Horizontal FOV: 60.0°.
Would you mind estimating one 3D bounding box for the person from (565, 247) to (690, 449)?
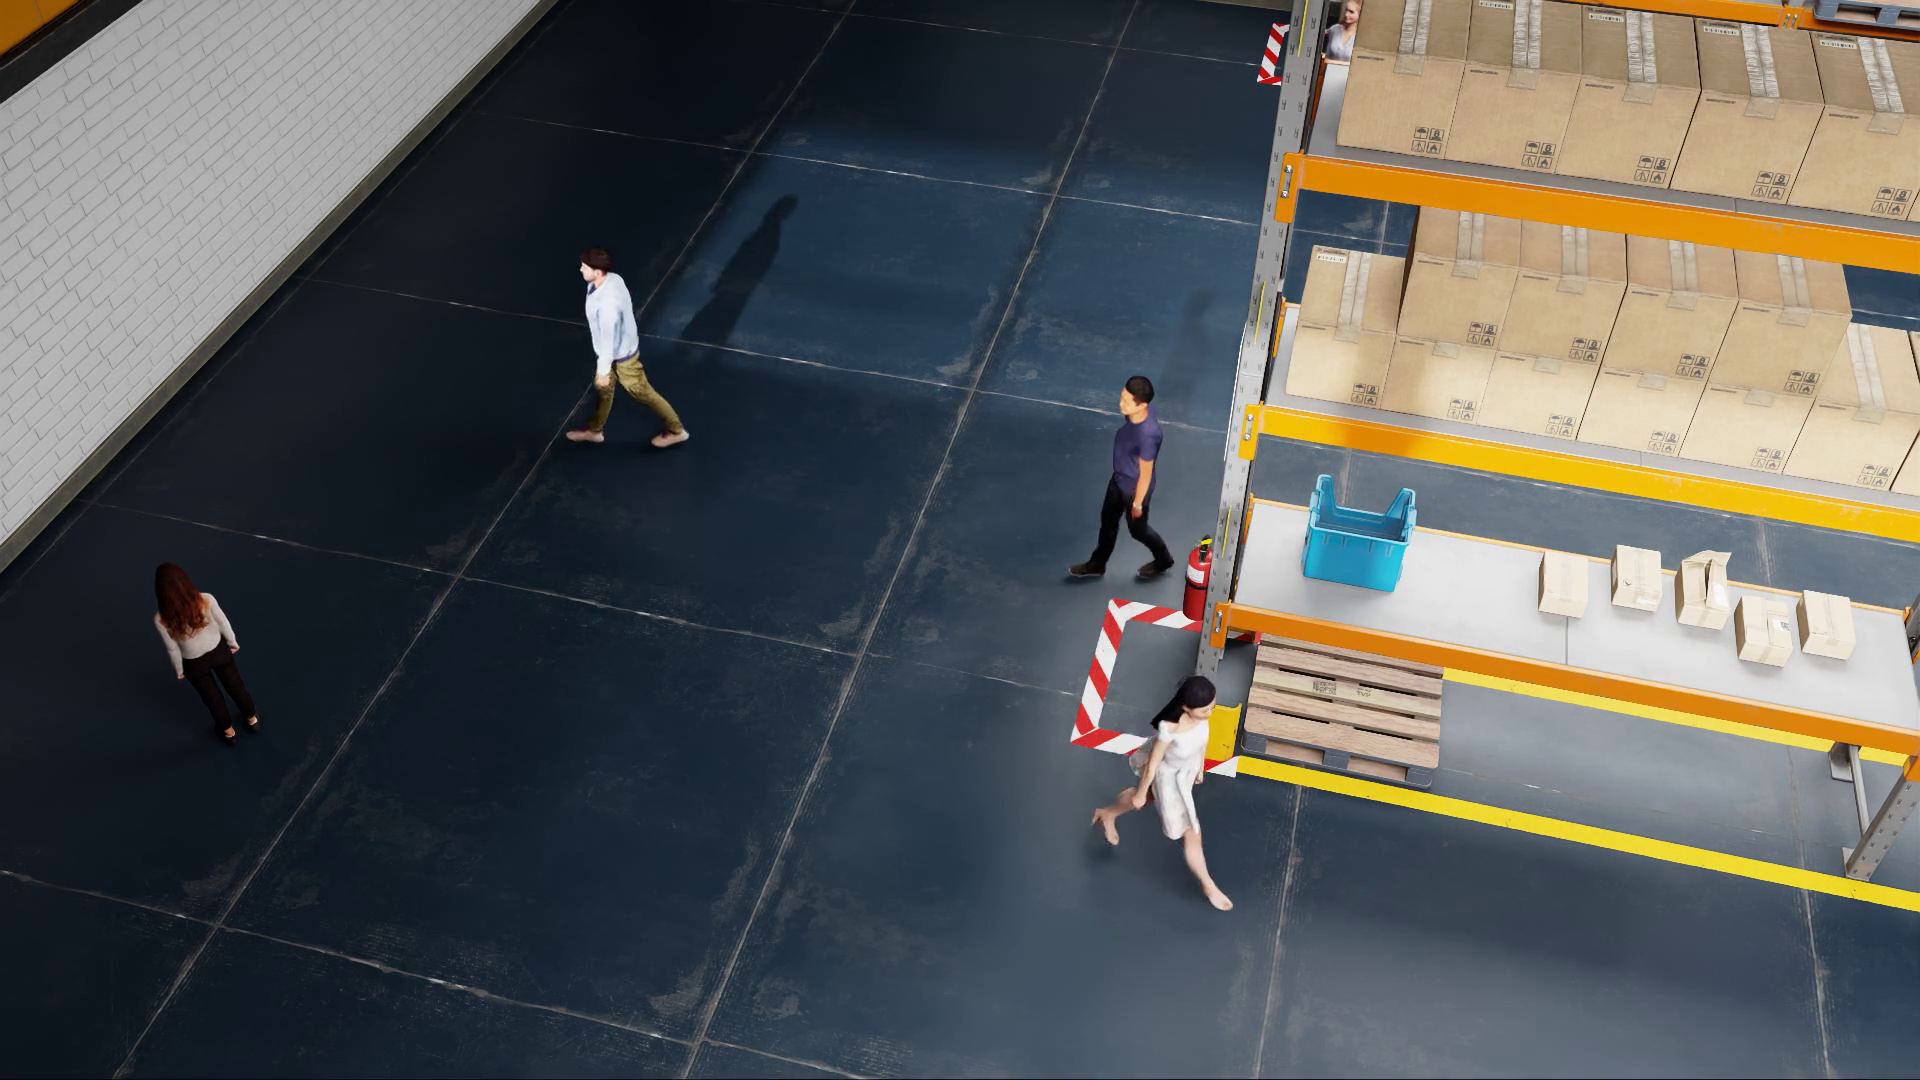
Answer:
[{"bbox_3d":[-2.412,-1.366,12.249,1.278,1.761,1.016,-7,44,-7],"label":"person"}]

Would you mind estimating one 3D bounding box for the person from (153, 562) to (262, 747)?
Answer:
[{"bbox_3d":[-4.663,0.710,10.270,0.624,1.485,0.653,-29,51,-27],"label":"person"}]

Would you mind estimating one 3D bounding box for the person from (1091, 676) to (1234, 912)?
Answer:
[{"bbox_3d":[1.121,1.331,9.460,1.308,1.703,0.985,31,51,28],"label":"person"}]

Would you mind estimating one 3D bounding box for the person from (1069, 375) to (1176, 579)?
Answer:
[{"bbox_3d":[1.242,-0.387,11.217,1.100,1.768,0.935,-9,44,-10],"label":"person"}]

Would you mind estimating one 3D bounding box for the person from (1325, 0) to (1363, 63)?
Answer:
[{"bbox_3d":[3.457,-4.095,15.088,0.617,1.796,0.728,35,53,31],"label":"person"}]
